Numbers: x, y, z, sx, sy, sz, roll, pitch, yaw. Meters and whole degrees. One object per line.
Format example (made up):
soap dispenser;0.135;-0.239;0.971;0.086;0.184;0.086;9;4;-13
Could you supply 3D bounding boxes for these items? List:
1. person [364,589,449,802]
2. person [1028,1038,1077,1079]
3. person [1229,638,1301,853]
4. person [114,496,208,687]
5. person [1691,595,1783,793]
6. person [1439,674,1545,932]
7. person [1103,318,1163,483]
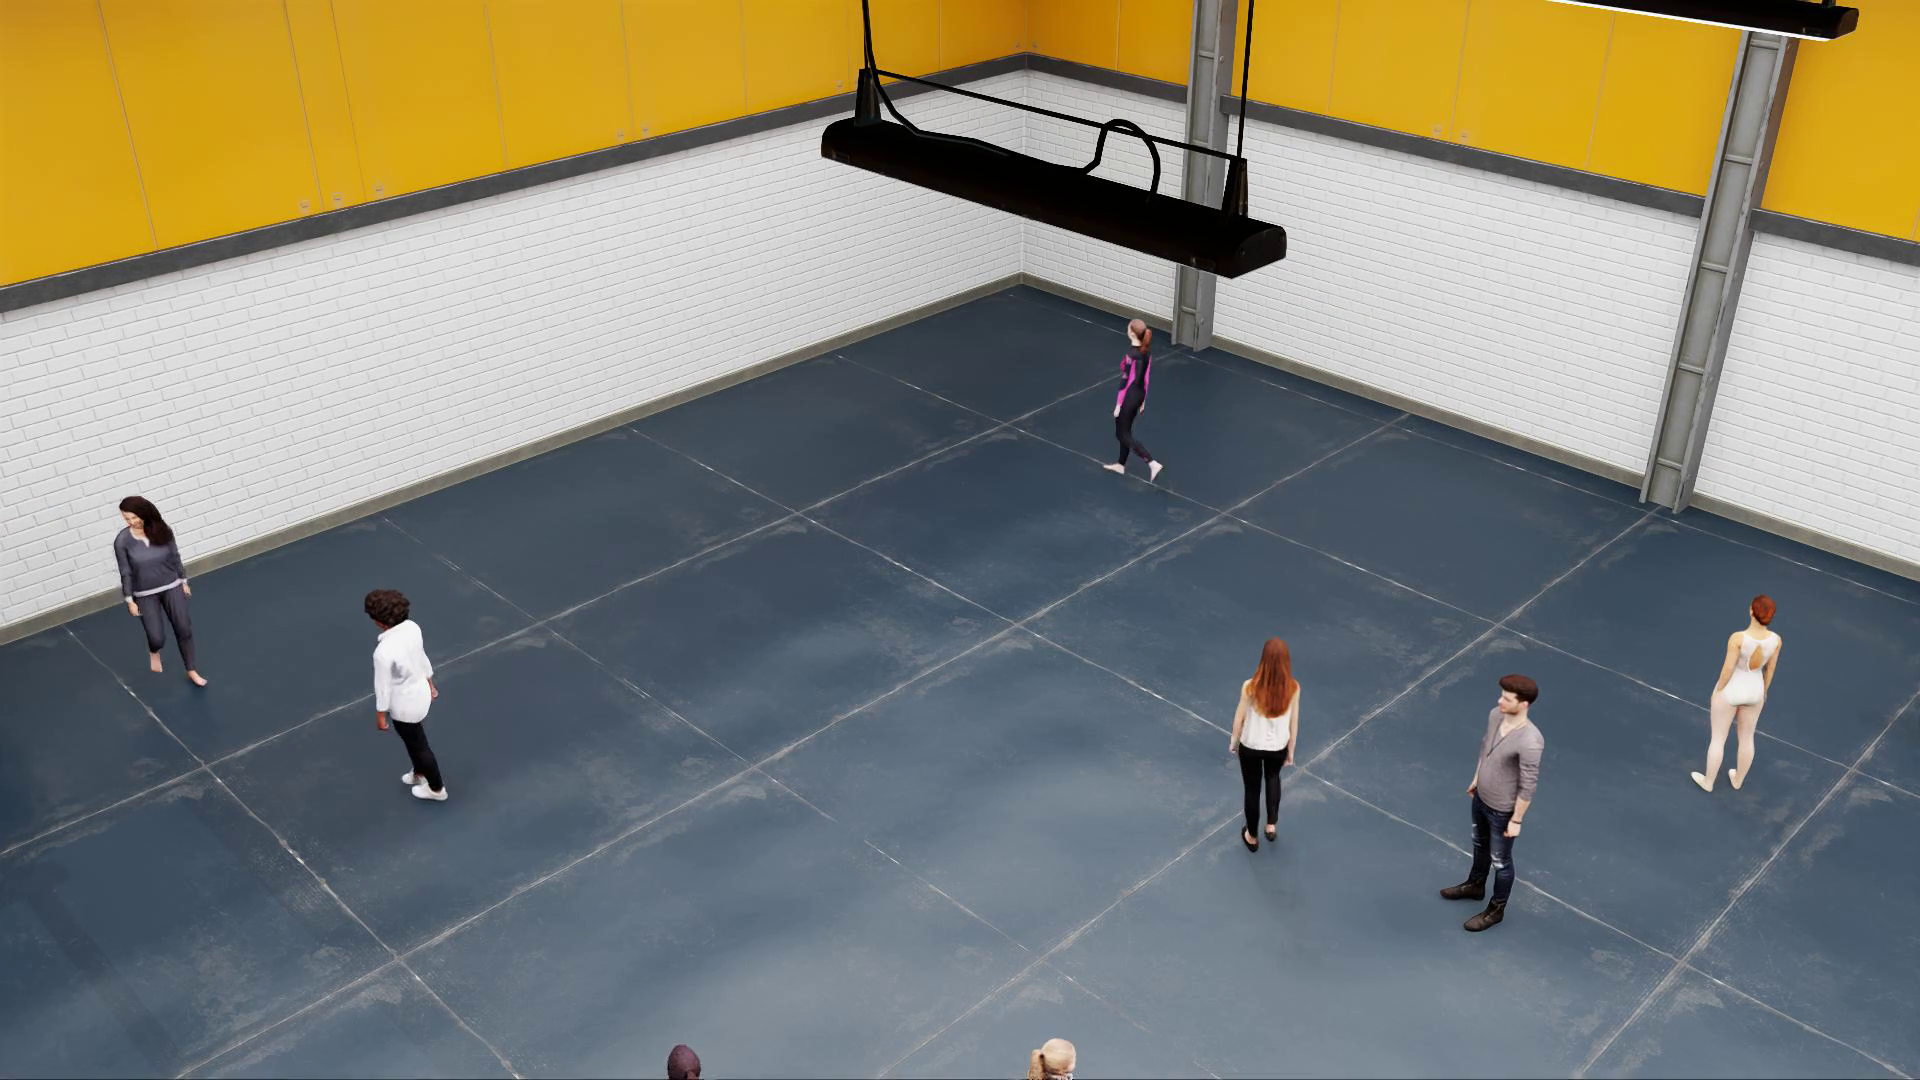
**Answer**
person;-3.930;1.151;12.049;0.830;1.795;0.801;7;29;12
person;0.436;3.166;8.917;0.798;1.255;0.886;-11;30;-18
person;2.131;1.475;11.540;0.676;1.713;0.722;-3;29;-5
person;-6.542;0.395;13.473;0.761;1.757;0.658;25;37;38
person;5.747;1.133;12.241;0.612;1.643;0.660;-1;29;-3
person;3.549;1.704;10.921;0.845;1.903;0.716;-7;29;-12
person;1.776;-1.367;16.735;0.987;1.728;0.633;21;35;34
